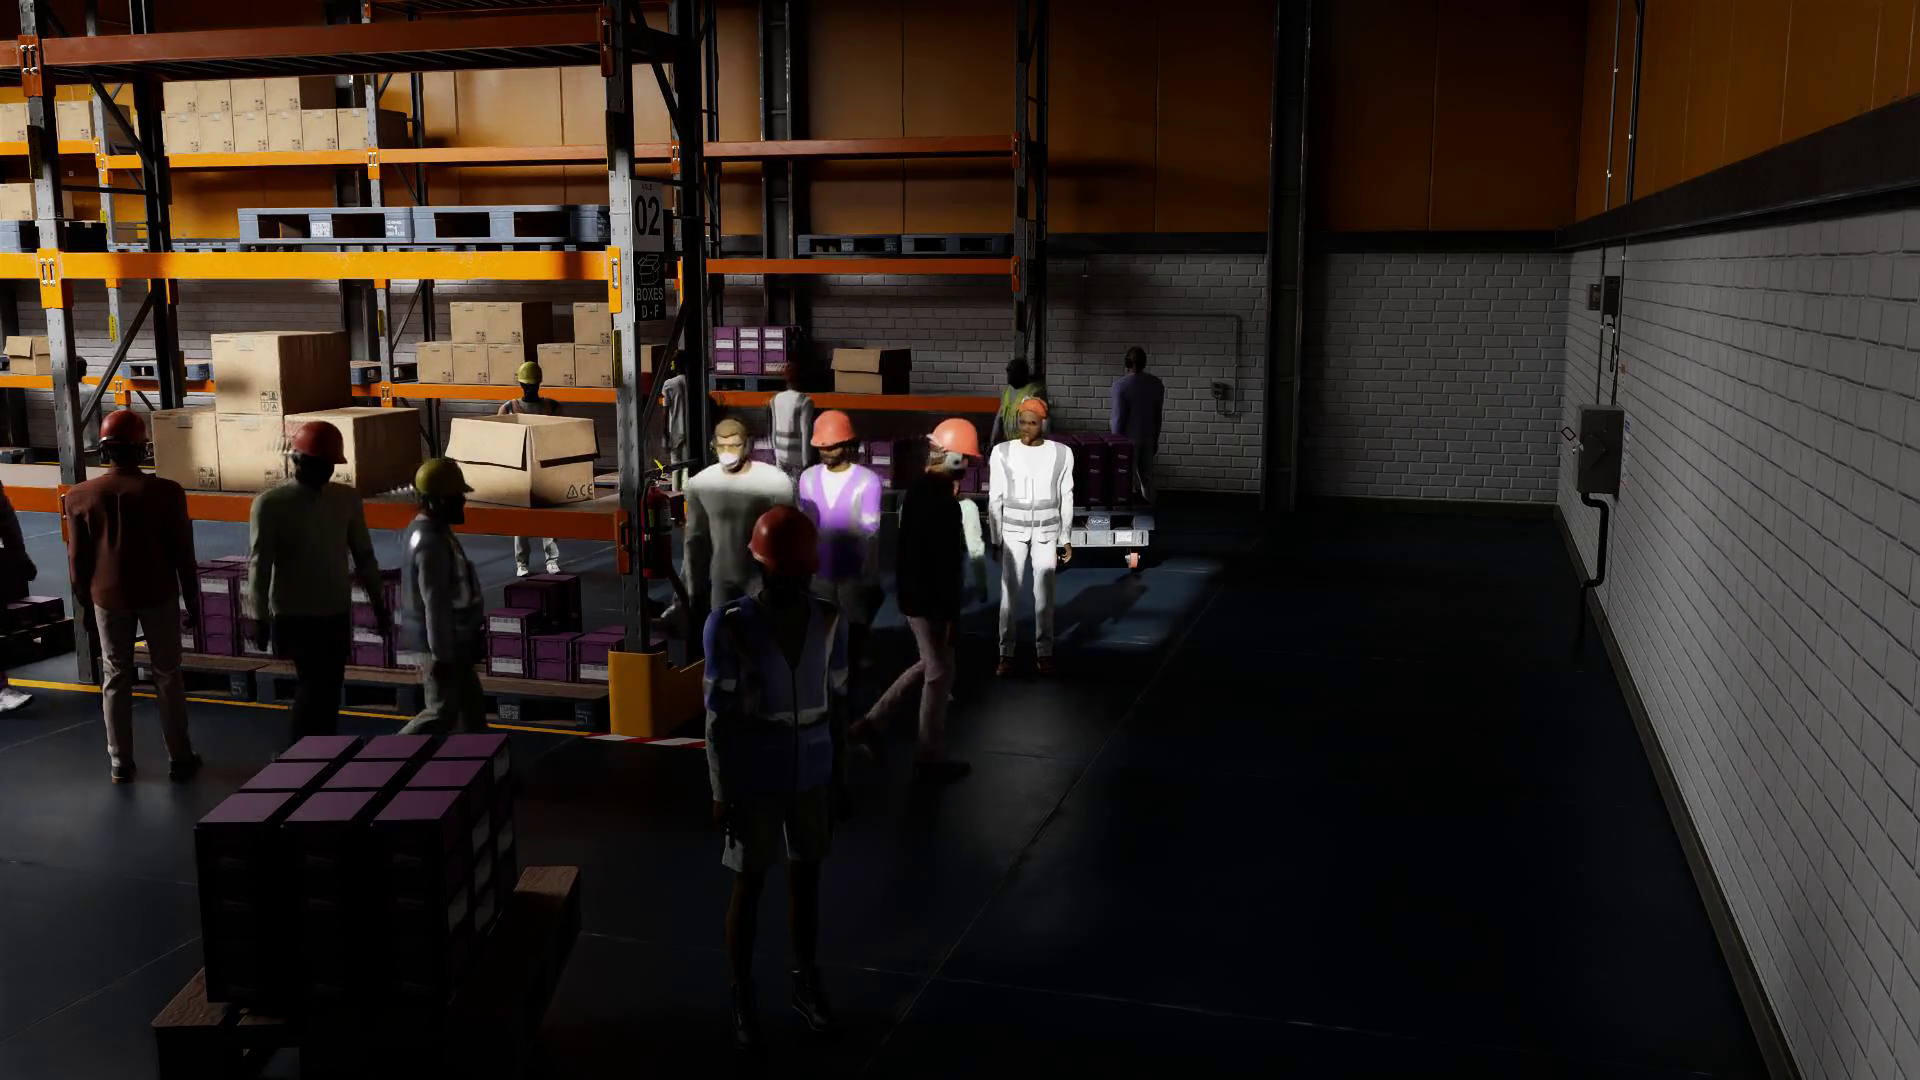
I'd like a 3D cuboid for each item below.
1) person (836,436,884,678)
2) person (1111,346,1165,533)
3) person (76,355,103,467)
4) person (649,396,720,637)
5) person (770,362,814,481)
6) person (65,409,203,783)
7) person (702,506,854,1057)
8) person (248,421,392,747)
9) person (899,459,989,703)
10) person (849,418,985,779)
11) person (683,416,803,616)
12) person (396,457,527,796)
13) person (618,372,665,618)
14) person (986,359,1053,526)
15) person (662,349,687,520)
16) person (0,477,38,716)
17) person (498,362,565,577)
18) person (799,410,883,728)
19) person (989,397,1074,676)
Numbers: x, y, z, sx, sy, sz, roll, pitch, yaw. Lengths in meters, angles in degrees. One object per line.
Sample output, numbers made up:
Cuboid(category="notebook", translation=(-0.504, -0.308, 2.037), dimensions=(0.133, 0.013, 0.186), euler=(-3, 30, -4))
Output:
Cuboid(category="person", translation=(-0.721, 0.106, 11.046), dimensions=(0.411, 1.665, 0.586), euler=(6, 11, 31))
Cuboid(category="person", translation=(1.793, -1.012, 17.044), dimensions=(0.630, 1.940, 0.372), euler=(-6, 11, -31))
Cuboid(category="person", translation=(-8.870, -0.938, 16.801), dimensions=(0.335, 1.873, 0.521), euler=(3, 10, 18))
Cuboid(category="person", translation=(-1.962, -0.177, 12.397), dimensions=(0.943, 1.799, 0.632), euler=(-2, 10, -12))
Cuboid(category="person", translation=(-1.641, -0.807, 16.105), dimensions=(0.583, 1.842, 0.990), euler=(7, 12, 37))
Cuboid(category="person", translation=(-4.382, 0.303, 8.857), dimensions=(0.612, 1.995, 0.379), euler=(-3, 10, -16))
Cuboid(category="person", translation=(-0.618, 0.832, 5.838), dimensions=(0.542, 1.929, 0.368), euler=(-5, 11, -28))
Cuboid(category="person", translation=(-3.313, 0.360, 8.605), dimensions=(0.514, 1.957, 0.630), euler=(6, 11, 33))
Cuboid(category="person", translation=(-0.103, 0.277, 10.204), dimensions=(0.525, 1.584, 0.834), euler=(-1, 9, -9))
Cuboid(category="person", translation=(-0.188, 0.334, 8.775), dimensions=(0.639, 1.957, 0.659), euler=(-3, 10, -18))
Cuboid(category="person", translation=(-1.229, 0.249, 9.433), dimensions=(0.691, 1.915, 0.432), euler=(1, 9, 4))
Cuboid(category="person", translation=(-2.645, 0.480, 8.358), dimensions=(0.798, 1.807, 0.607), euler=(-3, 10, -18))
Cuboid(category="person", translation=(-2.487, -0.352, 13.058), dimensions=(0.380, 1.930, 0.543), euler=(-2, 9, -11))
Cuboid(category="person", translation=(0.638, -1.001, 17.461), dimensions=(0.972, 1.784, 0.658), euler=(-6, 11, -34))
Cuboid(category="person", translation=(-3.001, -1.138, 18.055), dimensions=(0.533, 1.862, 0.337), euler=(-5, 11, -29))
Cuboid(category="person", translation=(-6.054, 0.147, 10.208), dimensions=(0.981, 1.854, 0.657), euler=(3, 10, 17))
Cuboid(category="person", translation=(-3.771, -0.622, 14.745), dimensions=(0.581, 1.919, 0.396), euler=(-5, 10, -26))
Cuboid(category="person", translation=(-0.702, 0.169, 9.932), dimensions=(0.543, 1.916, 0.552), euler=(4, 10, 21))
Cuboid(category="person", translation=(0.478, -0.021, 11.167), dimensions=(0.575, 1.885, 0.359), euler=(0, 9, -2))
